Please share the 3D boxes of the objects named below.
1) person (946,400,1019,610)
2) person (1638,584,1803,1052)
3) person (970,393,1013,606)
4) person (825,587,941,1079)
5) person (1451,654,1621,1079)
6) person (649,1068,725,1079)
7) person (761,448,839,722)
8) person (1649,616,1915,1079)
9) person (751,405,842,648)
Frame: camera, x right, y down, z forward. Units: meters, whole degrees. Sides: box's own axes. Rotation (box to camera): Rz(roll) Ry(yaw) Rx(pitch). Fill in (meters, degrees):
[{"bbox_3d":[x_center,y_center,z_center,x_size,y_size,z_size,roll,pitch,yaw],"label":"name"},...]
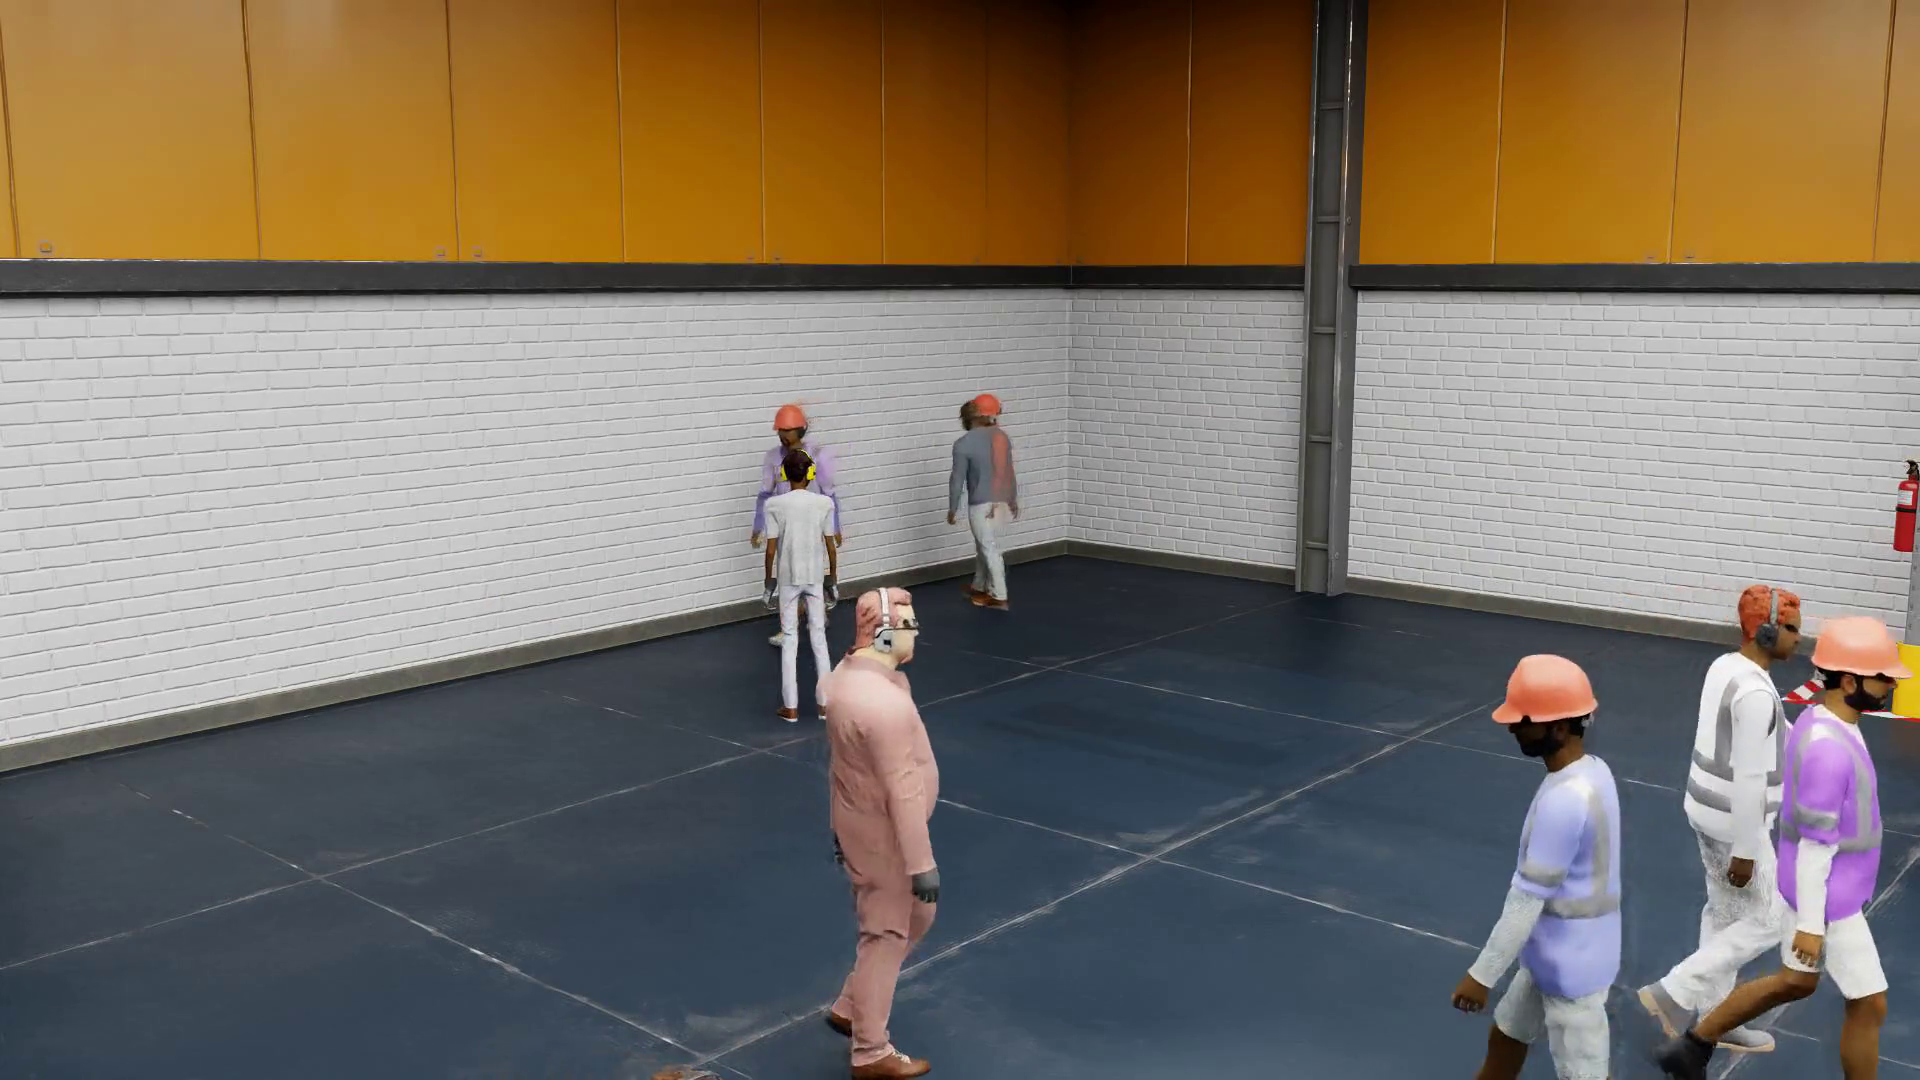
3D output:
[{"bbox_3d":[0.150,-0.334,15.233,0.830,1.899,0.644,8,12,43],"label":"person"},{"bbox_3d":[2.979,1.091,6.424,0.495,1.869,0.574,1,9,9],"label":"person"},{"bbox_3d":[0.274,-0.371,15.276,0.421,1.974,0.647,-1,9,-8],"label":"person"},{"bbox_3d":[-0.261,1.111,6.213,0.442,1.892,0.647,-2,9,-11],"label":"person"},{"bbox_3d":[1.750,1.279,5.181,0.970,1.883,0.544,4,10,23],"label":"person"},{"bbox_3d":[-0.438,1.708,2.646,0.445,1.831,0.652,8,12,41],"label":"person"},{"bbox_3d":[-1.091,0.307,11.344,0.534,1.863,0.315,-3,9,-16],"label":"person"},{"bbox_3d":[2.921,1.180,5.743,0.890,1.908,0.552,4,10,24],"label":"person"},{"bbox_3d":[-1.344,-0.139,13.811,0.636,1.982,1.068,5,10,28],"label":"person"}]
